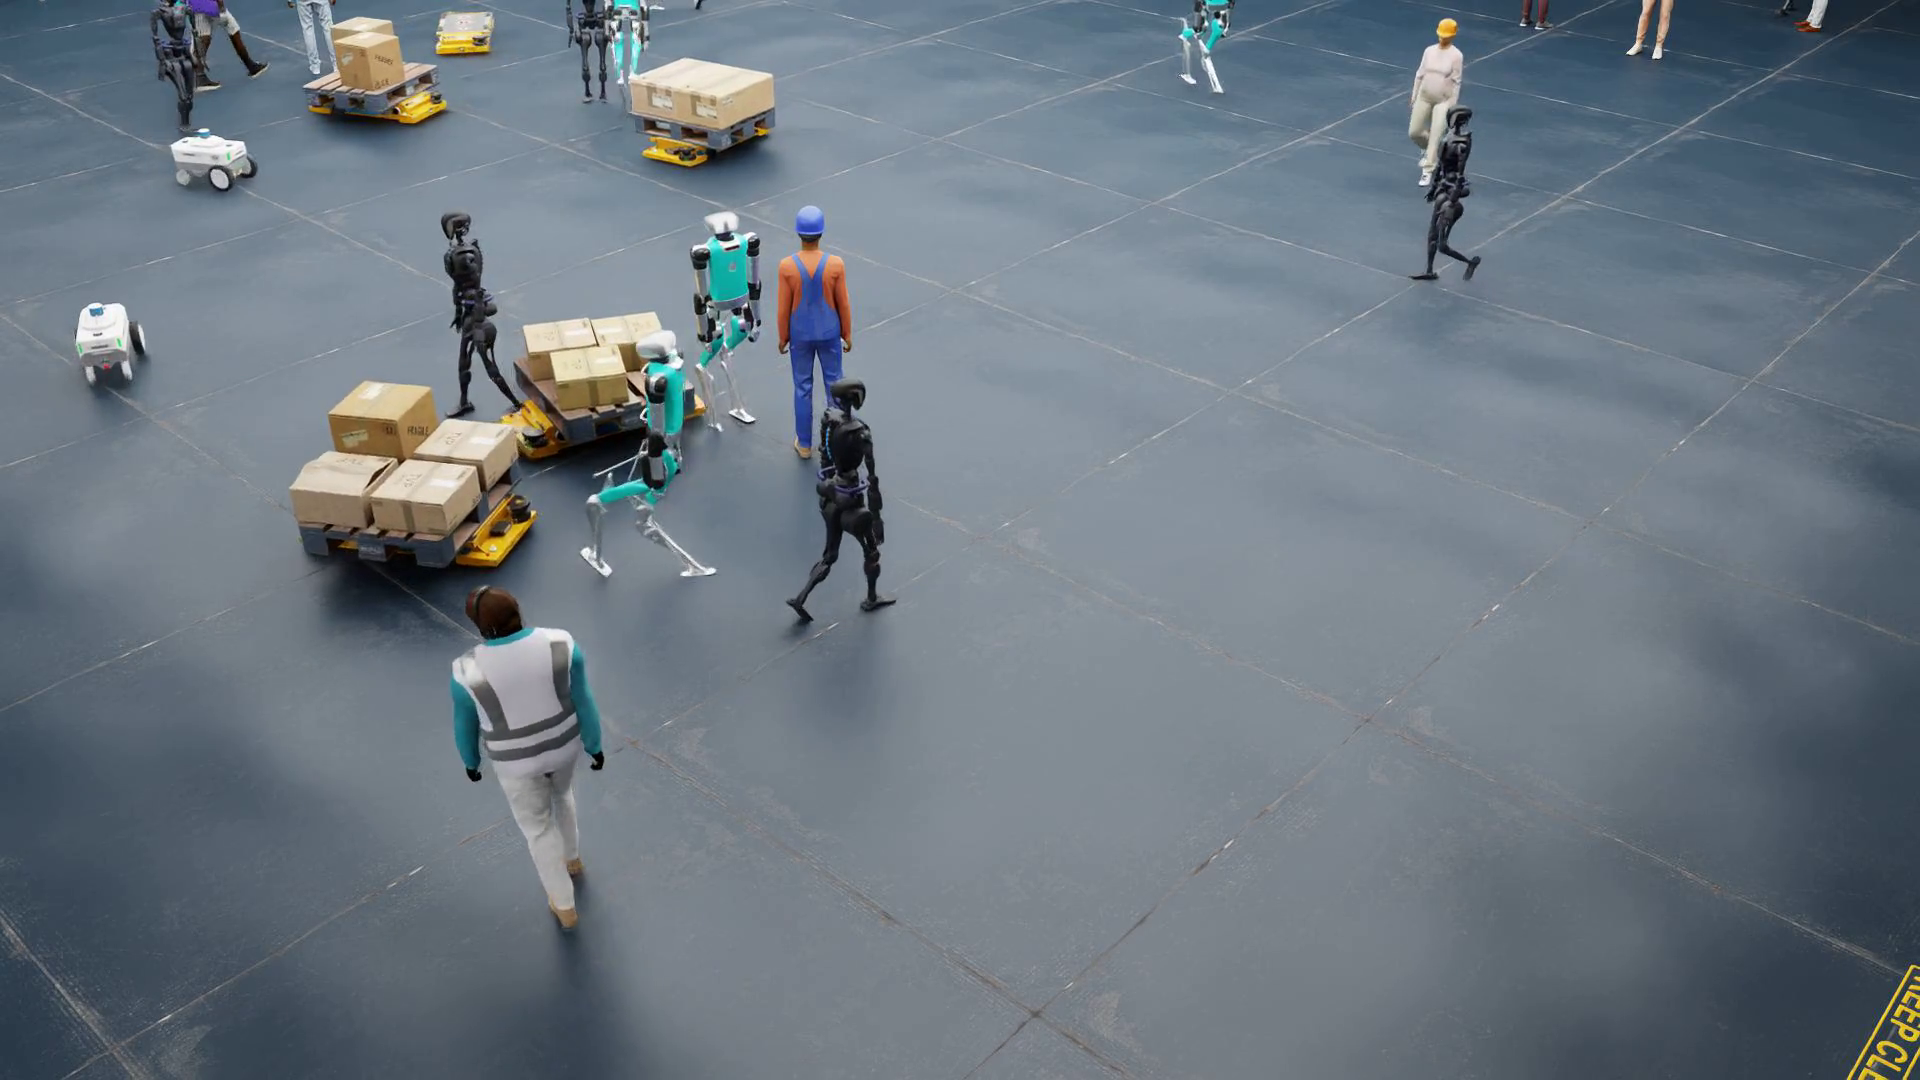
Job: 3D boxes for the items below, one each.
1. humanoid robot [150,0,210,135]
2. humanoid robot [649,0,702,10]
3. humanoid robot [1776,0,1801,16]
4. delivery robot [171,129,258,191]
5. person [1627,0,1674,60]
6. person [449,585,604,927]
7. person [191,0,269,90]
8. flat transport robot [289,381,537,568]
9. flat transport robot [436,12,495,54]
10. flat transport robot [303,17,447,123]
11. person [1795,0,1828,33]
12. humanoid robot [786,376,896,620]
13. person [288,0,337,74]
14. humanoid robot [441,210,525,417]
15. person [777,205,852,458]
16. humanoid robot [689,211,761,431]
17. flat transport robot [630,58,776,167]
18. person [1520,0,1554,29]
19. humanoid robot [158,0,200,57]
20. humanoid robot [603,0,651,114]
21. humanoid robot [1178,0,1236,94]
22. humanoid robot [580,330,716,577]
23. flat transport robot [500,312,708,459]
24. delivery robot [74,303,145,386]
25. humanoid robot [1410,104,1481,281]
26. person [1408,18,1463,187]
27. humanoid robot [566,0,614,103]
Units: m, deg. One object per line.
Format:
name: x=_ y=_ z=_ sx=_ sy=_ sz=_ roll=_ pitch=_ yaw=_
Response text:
humanoid robot: x=-8.682 y=-5.350 z=18.455 sx=0.452 sy=1.638 sz=0.585 roll=19 pitch=37 yaw=28
humanoid robot: x=-3.982 y=-8.169 z=22.963 sx=0.895 sy=1.811 sz=0.546 roll=7 pitch=32 yaw=10
humanoid robot: x=11.589 y=-8.053 z=22.805 sx=0.629 sy=1.637 sz=0.612 roll=-13 pitch=34 yaw=-19
delivery robot: x=-7.754 y=-3.951 z=17.259 sx=0.805 sy=0.609 sz=0.499 roll=7 pitch=33 yaw=11
person: x=8.848 y=-7.025 z=20.944 sx=0.529 sy=1.872 sz=0.354 roll=19 pitch=37 yaw=28
person: x=-2.083 y=1.019 z=8.062 sx=0.644 sy=1.801 sz=0.751 roll=-19 pitch=37 yaw=-28
person: x=-8.958 y=-6.413 z=19.942 sx=0.628 sy=1.896 sz=1.025 roll=15 pitch=35 yaw=23
flat transport robot: x=-3.706 y=-0.096 z=11.309 sx=1.431 sy=0.231 sz=0.659 roll=6 pitch=32 yaw=9
flat transport robot: x=-6.525 y=-6.700 z=21.943 sx=0.659 sy=0.231 sz=1.431 roll=-5 pitch=32 yaw=-9
flat transport robot: x=-6.779 y=-5.097 z=19.362 sx=1.431 sy=0.231 sz=0.659 roll=10 pitch=33 yaw=15
person: x=11.472 y=-7.682 z=22.046 sx=0.360 sy=1.829 sz=0.514 roll=10 pitch=33 yaw=16
humanoid robot: x=-0.750 y=-0.225 z=10.217 sx=0.715 sy=1.650 sz=0.606 roll=-23 pitch=38 yaw=-32
person: x=-7.960 y=-6.690 z=20.365 sx=0.588 sy=1.920 sz=0.391 roll=-10 pitch=33 yaw=-15
humanoid robot: x=-3.687 y=-1.672 z=12.536 sx=0.604 sy=1.643 sz=0.614 roll=-18 pitch=36 yaw=-26
person: x=-1.047 y=-1.488 z=11.996 sx=0.537 sy=1.908 sz=0.358 roll=-4 pitch=32 yaw=-6
humanoid robot: x=-1.807 y=-1.648 z=12.417 sx=0.537 sy=1.782 sz=0.693 roll=-20 pitch=37 yaw=-29
flat transport robot: x=-2.775 y=-4.433 z=18.292 sx=0.659 sy=0.231 sz=1.431 roll=18 pitch=36 yaw=26
person: x=7.816 y=-7.768 z=22.205 sx=0.381 sy=1.805 sz=0.541 roll=-21 pitch=37 yaw=-30
humanoid robot: x=-9.602 y=-6.707 z=20.639 sx=0.566 sy=1.869 sz=0.783 roll=8 pitch=33 yaw=12
humanoid robot: x=-3.816 y=-5.685 z=18.950 sx=0.539 sy=1.798 sz=0.749 roll=1 pitch=32 yaw=2
humanoid robot: x=2.877 y=-6.164 z=19.721 sx=0.534 sy=1.760 sz=1.013 roll=-14 pitch=35 yaw=-22
humanoid robot: x=-2.128 y=-0.500 z=10.616 sx=1.032 sy=1.777 sz=0.538 roll=2 pitch=32 yaw=3
flat transport robot: x=-2.732 y=-1.002 z=12.767 sx=1.431 sy=0.231 sz=0.659 roll=-18 pitch=36 yaw=-27
delivery robot: x=-6.944 y=-1.636 z=13.500 sx=0.499 sy=0.576 sz=0.751 roll=-11 pitch=34 yaw=-18
humanoid robot: x=4.416 y=-3.074 z=14.771 sx=0.569 sy=1.640 sz=0.602 roll=-1 pitch=32 yaw=-2
person: x=4.893 y=-4.526 z=17.100 sx=0.489 sy=1.675 sz=0.587 roll=19 pitch=37 yaw=28
humanoid robot: x=-4.278 y=-5.937 z=19.377 sx=0.600 sy=1.659 sz=0.395 roll=-4 pitch=32 yaw=-7
